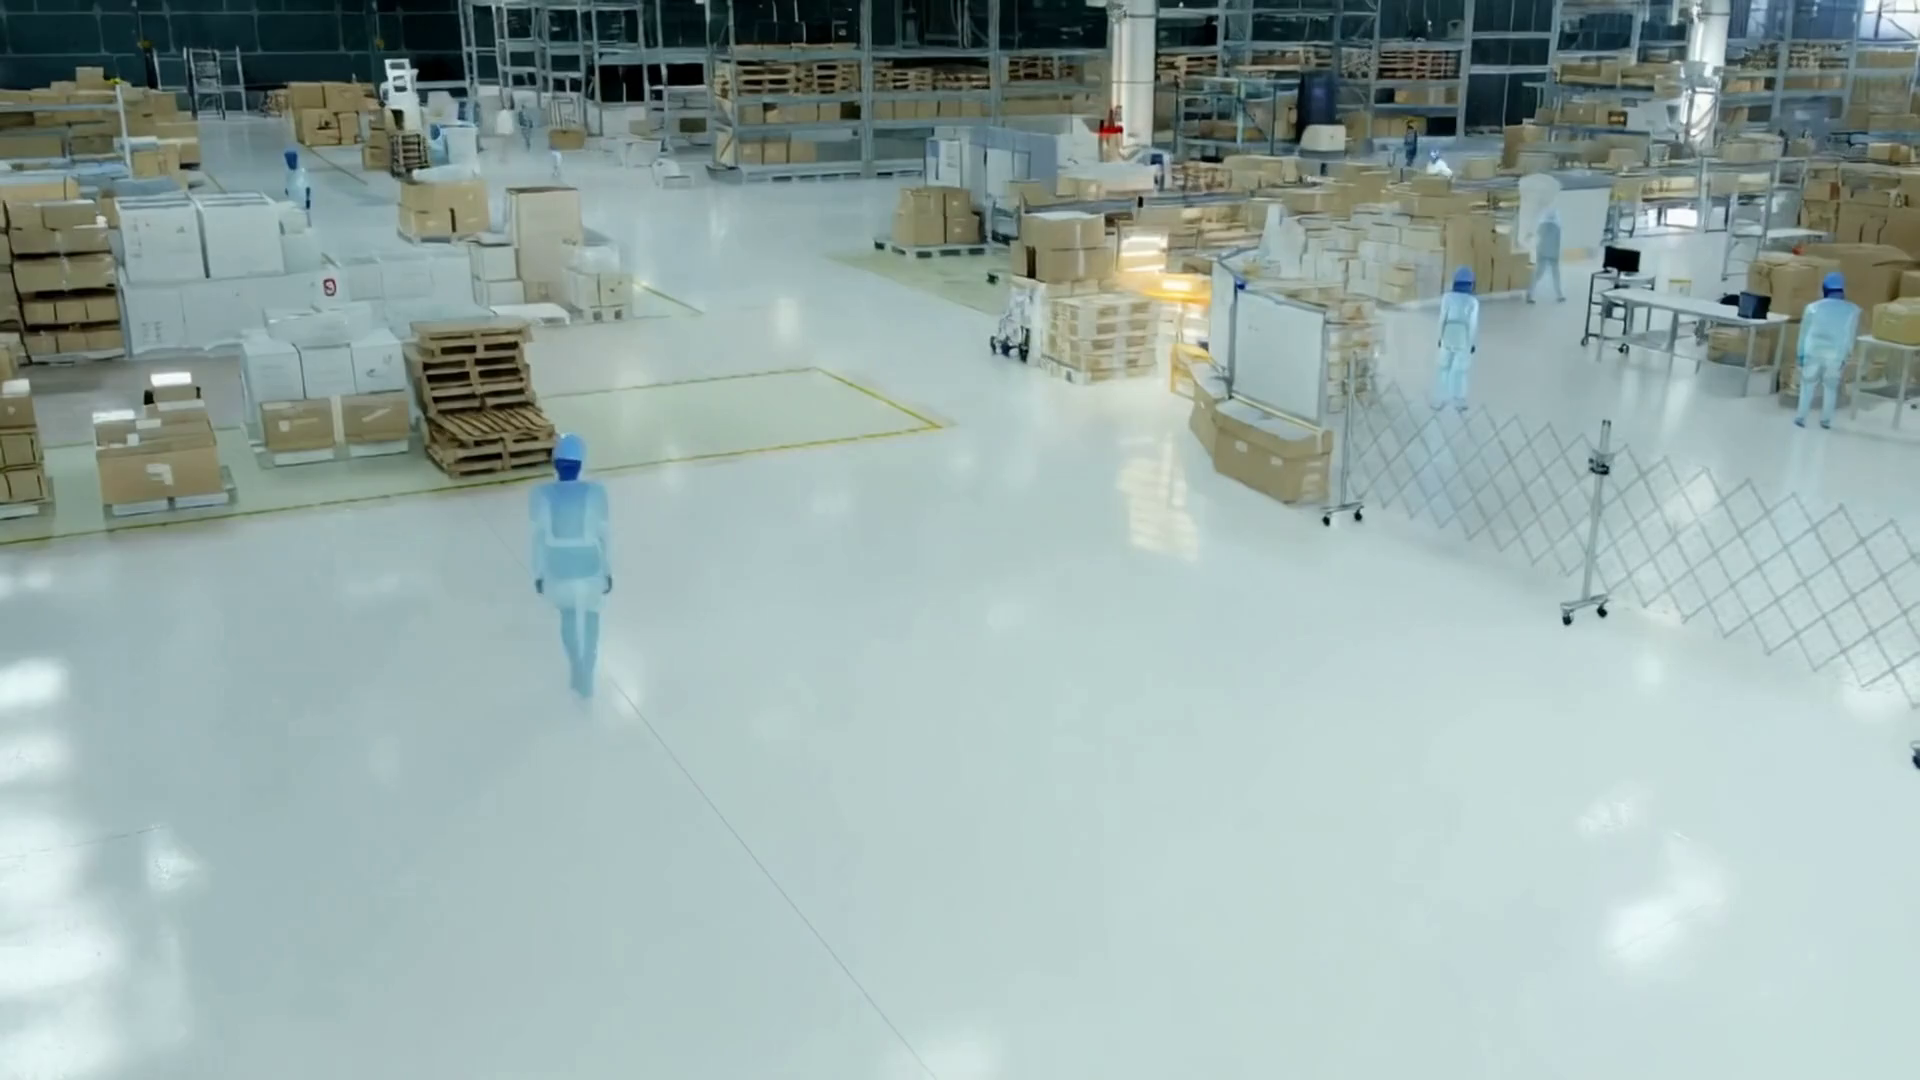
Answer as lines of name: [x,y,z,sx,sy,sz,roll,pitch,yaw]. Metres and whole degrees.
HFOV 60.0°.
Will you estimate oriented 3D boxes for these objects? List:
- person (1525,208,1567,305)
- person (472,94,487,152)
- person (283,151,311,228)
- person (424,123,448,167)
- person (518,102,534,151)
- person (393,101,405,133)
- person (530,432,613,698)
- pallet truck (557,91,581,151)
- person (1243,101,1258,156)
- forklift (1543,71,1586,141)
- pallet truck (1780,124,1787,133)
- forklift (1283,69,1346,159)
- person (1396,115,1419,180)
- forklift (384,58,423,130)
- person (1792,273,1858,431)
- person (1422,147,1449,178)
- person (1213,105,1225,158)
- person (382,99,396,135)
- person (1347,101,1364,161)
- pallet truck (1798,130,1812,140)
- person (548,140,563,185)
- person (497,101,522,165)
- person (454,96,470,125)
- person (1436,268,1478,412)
person: [9.729,-4.680,27.496,0.877,1.582,0.517,-9,20,-27]
person: [-16.346,-14.166,56.545,0.383,1.930,0.540,0,18,1]
person: [-13.553,-6.956,34.006,0.604,1.959,0.379,5,18,14]
person: [-13.531,-9.794,42.937,0.620,1.900,0.660,0,18,-1]
person: [-14.744,-14.064,56.623,0.542,1.679,0.655,-10,21,-30]
person: [-19.029,-13.976,56.311,0.316,1.695,0.541,12,21,32]
person: [-2.747,0.206,11.768,0.550,1.912,0.688,-2,18,-5]
pallet truck: [-13.495,-14.412,57.188,0.823,1.965,1.885,-3,18,-9]
person: [9.258,-13.080,53.257,0.557,1.863,0.994,11,21,30]
forklift: [18.685,-13.231,52.085,1.873,2.768,1.129,-9,20,-26]
pallet truck: [25.206,-12.542,52.601,1.601,1.201,0.680,0,18,-2]
forklift: [11.615,-13.871,54.079,1.129,2.768,1.873,-9,20,-27]
person: [12.034,-10.394,44.689,1.059,1.970,0.602,11,21,30]
forklift: [-22.207,-17.693,65.995,1.129,2.768,1.873,-9,20,-27]
person: [10.041,-2.179,19.336,0.594,1.826,0.404,5,18,16]
person: [10.107,-7.503,35.863,0.976,1.861,0.657,-6,19,-19]
person: [8.338,-13.211,53.884,0.524,1.722,0.927,-10,20,-28]
person: [-18.254,-13.102,53.204,0.378,1.937,0.628,-5,18,-14]
person: [12.605,-12.937,52.748,0.427,1.895,0.667,1,18,3]
pallet truck: [25.526,-11.556,49.408,1.630,1.274,0.653,-9,20,-26]
person: [-9.951,-9.019,40.967,0.365,1.626,0.552,6,19,18]
person: [-14.059,-12.660,51.779,0.834,1.963,0.623,11,21,30]
person: [-18.396,-15.592,61.503,0.513,1.602,0.825,-10,21,-30]
person: [6.064,-2.438,20.281,0.489,1.740,0.324,16,23,40]
